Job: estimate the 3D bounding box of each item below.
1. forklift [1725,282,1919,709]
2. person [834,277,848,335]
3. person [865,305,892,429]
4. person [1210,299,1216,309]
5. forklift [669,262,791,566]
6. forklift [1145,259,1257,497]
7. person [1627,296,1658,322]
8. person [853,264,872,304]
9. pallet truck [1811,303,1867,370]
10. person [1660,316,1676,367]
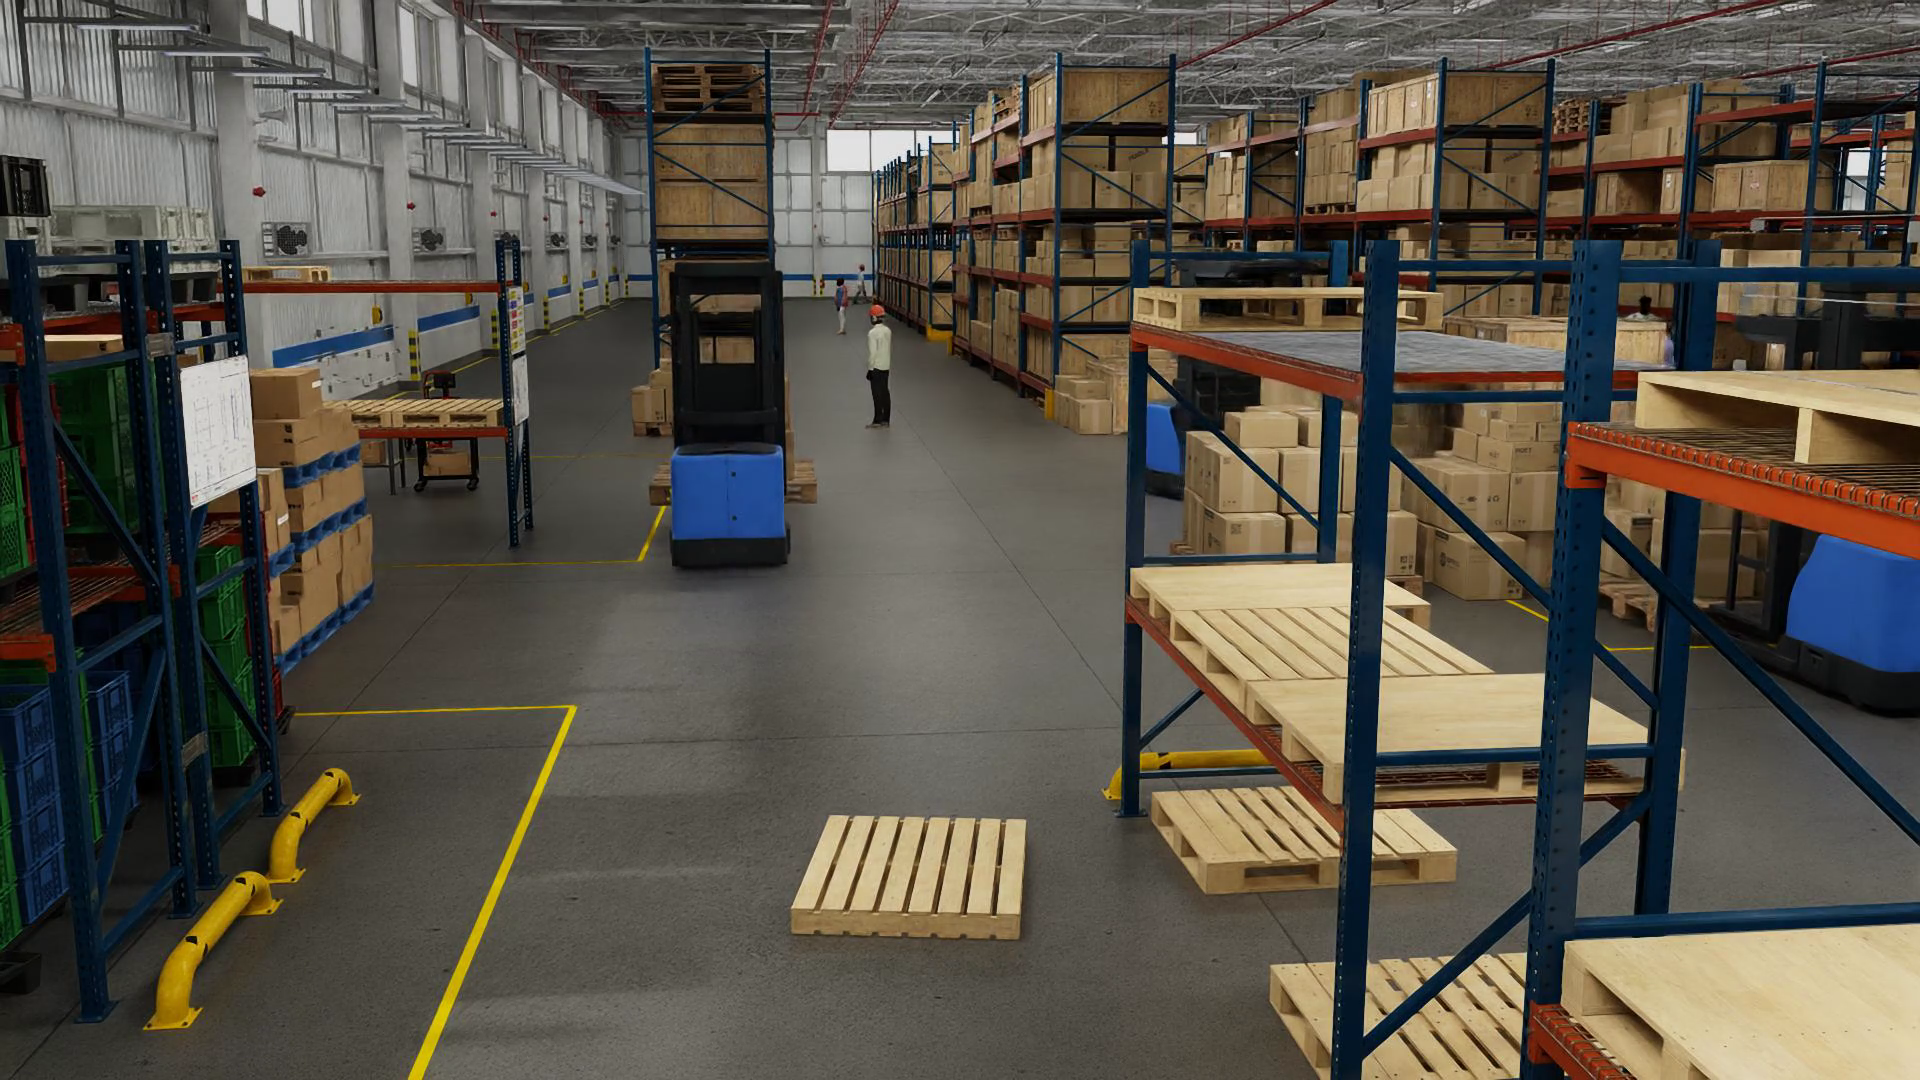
[{"bbox_3d":[6.242,-0.419,11.257,1.129,2.768,1.873,-1,10,-6],"label":"forklift"},{"bbox_3d":[-3.831,-7.532,53.576,0.430,1.838,0.622,2,10,9],"label":"person"},{"bbox_3d":[-1.318,-2.781,26.798,0.381,1.993,0.622,5,11,26],"label":"person"},{"bbox_3d":[8.528,-8.259,57.074,0.637,2.018,0.824,-3,11,-14],"label":"person"},{"bbox_3d":[-2.217,-1.260,15.915,1.129,2.768,1.873,-1,10,-6],"label":"forklift"},{"bbox_3d":[2.960,-1.905,19.491,1.129,2.768,1.873,-5,11,-25],"label":"forklift"},{"bbox_3d":[13.515,-3.837,32.836,0.635,1.919,0.959,-1,10,-6],"label":"person"},{"bbox_3d":[-4.601,-12.056,78.485,1.011,1.883,0.566,-1,10,-6],"label":"person"},{"bbox_3d":[15.846,-3.142,28.793,1.885,1.965,0.823,2,10,12],"label":"pallet truck"},{"bbox_3d":[10.663,-2.451,25.293,1.041,1.882,0.652,0,10,3],"label":"person"}]
